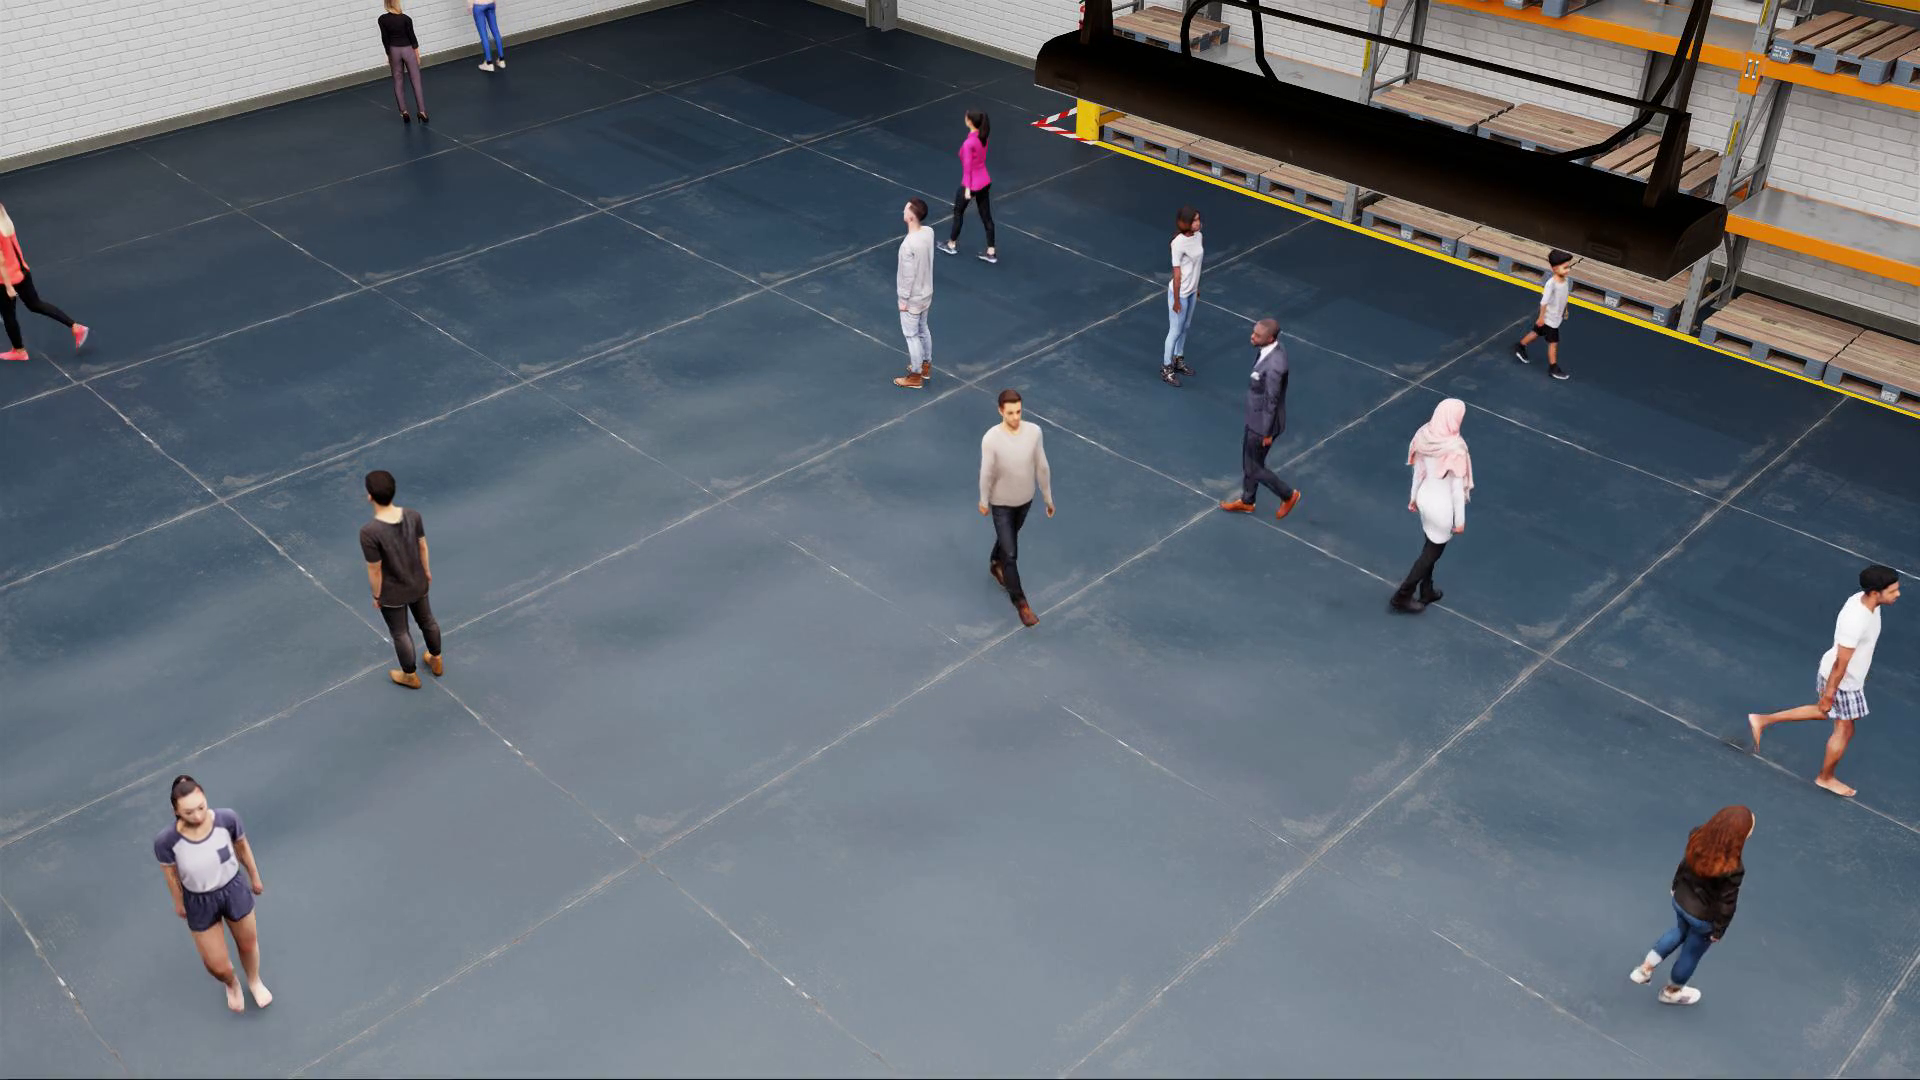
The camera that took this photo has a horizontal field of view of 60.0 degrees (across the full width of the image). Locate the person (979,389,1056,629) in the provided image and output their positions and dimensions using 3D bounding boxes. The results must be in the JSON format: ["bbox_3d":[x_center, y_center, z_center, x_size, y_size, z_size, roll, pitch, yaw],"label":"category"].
[{"bbox_3d":[0.358,-0.329,12.420,0.905,1.808,1.260,-15,37,-22],"label":"person"}]

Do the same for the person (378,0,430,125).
[{"bbox_3d":[-7.146,-6.171,21.331,0.672,1.672,0.722,-2,34,-3],"label":"person"}]

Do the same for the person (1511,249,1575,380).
[{"bbox_3d":[5.539,-2.187,15.724,0.859,1.244,0.485,28,43,35],"label":"person"}]

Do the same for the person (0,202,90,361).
[{"bbox_3d":[-8.876,-2.474,15.770,1.097,1.671,1.080,-2,34,-3],"label":"person"}]

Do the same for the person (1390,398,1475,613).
[{"bbox_3d":[3.483,-0.236,12.288,0.818,1.798,0.751,-14,36,-21],"label":"person"}]

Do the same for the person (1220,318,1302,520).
[{"bbox_3d":[2.515,-0.953,13.358,1.037,1.808,0.961,4,34,7],"label":"person"}]

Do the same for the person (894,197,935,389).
[{"bbox_3d":[-0.411,-2.287,15.336,0.694,1.840,0.755,15,36,21],"label":"person"}]

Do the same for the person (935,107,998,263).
[{"bbox_3d":[0.240,-3.739,17.671,0.978,1.674,0.682,22,39,29],"label":"person"}]

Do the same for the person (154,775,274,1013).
[{"bbox_3d":[-4.119,1.936,9.166,0.633,1.637,0.610,-22,40,-30],"label":"person"}]

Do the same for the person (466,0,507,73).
[{"bbox_3d":[-6.640,-7.447,23.164,0.549,1.768,0.652,26,42,34],"label":"person"}]

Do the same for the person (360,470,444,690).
[{"bbox_3d":[-3.894,0.275,11.592,0.554,1.717,0.621,26,42,34],"label":"person"}]

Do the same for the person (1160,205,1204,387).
[{"bbox_3d":[2.071,-2.288,15.447,0.569,1.720,0.612,22,39,29],"label":"person"}]

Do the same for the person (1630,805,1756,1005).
[{"bbox_3d":[4.020,2.030,9.175,0.756,1.470,0.697,-10,35,-15],"label":"person"}]

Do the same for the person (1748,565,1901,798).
[{"bbox_3d":[5.604,0.859,10.723,1.034,1.708,0.746,22,39,29],"label":"person"}]
